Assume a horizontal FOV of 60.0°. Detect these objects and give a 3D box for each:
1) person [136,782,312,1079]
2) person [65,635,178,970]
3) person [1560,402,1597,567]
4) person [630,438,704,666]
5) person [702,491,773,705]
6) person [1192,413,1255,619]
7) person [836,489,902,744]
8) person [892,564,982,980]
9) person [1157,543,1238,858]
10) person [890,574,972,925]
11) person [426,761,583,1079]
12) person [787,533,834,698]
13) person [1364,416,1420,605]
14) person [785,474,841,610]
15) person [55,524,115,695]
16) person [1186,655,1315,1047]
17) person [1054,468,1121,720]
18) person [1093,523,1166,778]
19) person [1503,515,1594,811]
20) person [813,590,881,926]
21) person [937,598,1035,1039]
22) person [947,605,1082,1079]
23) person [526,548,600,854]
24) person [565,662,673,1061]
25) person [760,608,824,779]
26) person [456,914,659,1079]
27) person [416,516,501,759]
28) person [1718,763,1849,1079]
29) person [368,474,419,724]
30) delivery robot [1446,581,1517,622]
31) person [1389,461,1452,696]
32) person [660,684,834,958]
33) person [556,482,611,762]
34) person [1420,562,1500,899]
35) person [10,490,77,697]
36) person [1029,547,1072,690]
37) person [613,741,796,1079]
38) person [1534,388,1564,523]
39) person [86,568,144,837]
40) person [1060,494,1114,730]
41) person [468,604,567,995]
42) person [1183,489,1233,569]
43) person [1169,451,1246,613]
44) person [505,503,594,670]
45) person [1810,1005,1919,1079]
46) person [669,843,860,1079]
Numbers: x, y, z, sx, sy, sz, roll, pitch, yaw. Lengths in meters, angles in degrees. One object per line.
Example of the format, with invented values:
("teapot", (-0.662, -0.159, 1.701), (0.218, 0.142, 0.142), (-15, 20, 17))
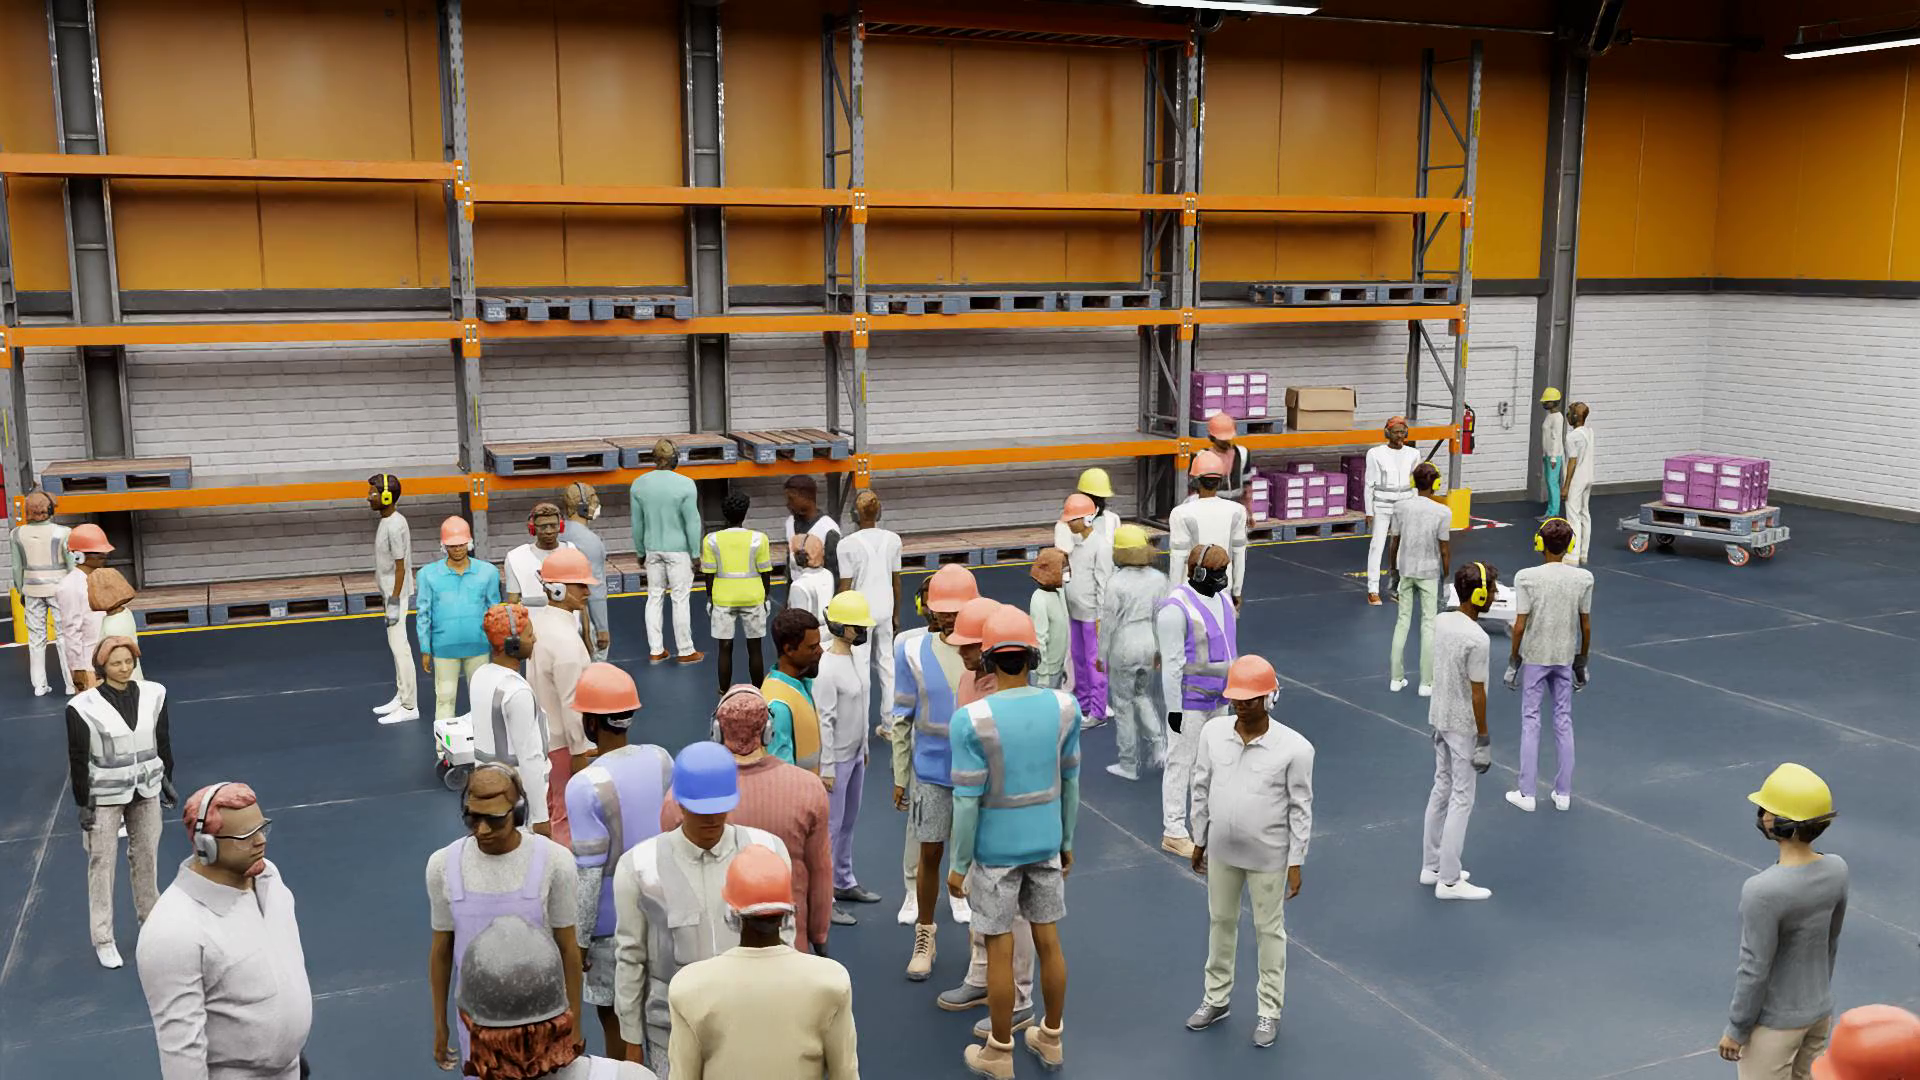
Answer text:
("person", (-2.214, 1.673, 5.164), (0.409, 1.907, 0.648), (1, 10, 4))
("person", (-4.139, 1.270, 8.247), (0.314, 1.641, 0.515), (7, 12, 34))
("person", (6.861, -0.617, 18.530), (0.507, 1.846, 0.351), (-8, 13, -40))
("person", (-2.475, 0.106, 14.094), (0.627, 1.941, 0.374), (3, 10, 19))
("person", (-1.690, 0.472, 12.687), (0.532, 1.697, 0.319), (0, 10, -1))
("person", (2.510, -0.227, 15.845), (0.671, 1.999, 0.596), (-3, 10, -15))
("person", (-0.650, 0.558, 11.761), (0.505, 1.846, 0.346), (-6, 11, -31))
("person", (-0.022, 1.118, 7.966), (0.615, 2.041, 0.388), (0, 10, 3))
("person", (1.405, 0.923, 9.705), (0.429, 1.837, 0.624), (9, 13, 42))
("person", (-0.102, 1.083, 8.667), (0.521, 1.870, 0.319), (0, 10, 0))
("person", (-1.537, 1.627, 5.645), (0.511, 1.836, 0.357), (0, 10, -1))
("person", (-0.991, 0.763, 11.166), (0.315, 1.641, 0.514), (4, 11, 21))
("person", (4.293, -0.288, 16.531), (0.574, 1.882, 0.356), (-2, 10, -11))
("person", (-1.062, 0.454, 12.196), (0.411, 1.907, 0.622), (-8, 13, -38))
("person", (-5.642, 0.757, 10.875), (0.341, 1.749, 0.572), (-1, 10, -5))
("person", (1.272, 1.363, 7.382), (0.563, 1.753, 0.327), (6, 12, 33))
("person", (0.964, 0.409, 12.426), (0.597, 1.916, 0.419), (-7, 12, -34))
("person", (1.133, 0.744, 11.063), (0.485, 1.723, 0.365), (-7, 12, -34))
("person", (3.682, 0.775, 10.439), (0.536, 1.869, 0.314), (0, 10, -1))
("person", (-0.594, 1.128, 8.730), (0.334, 1.760, 0.527), (3, 10, 18))
("person", (0.126, 1.230, 7.462), (0.400, 1.989, 0.623), (-5, 11, -29))
("person", (0.217, 1.283, 7.028), (0.608, 2.040, 0.394), (-5, 11, -26))
("person", (-2.046, 1.027, 8.641), (0.392, 1.991, 0.613), (-5, 11, -27))
("person", (-1.343, 1.428, 6.484), (0.375, 1.935, 0.551), (5, 11, 29))
("person", (-0.793, 1.247, 7.584), (0.371, 1.916, 0.597), (0, 10, -1))
("person", (-1.011, 1.833, 3.852), (0.683, 2.000, 0.538), (-7, 12, -36))
("person", (-3.353, 0.704, 11.182), (0.563, 1.752, 0.327), (-4, 11, -23))
("person", (2.837, 1.636, 5.773), (0.525, 1.772, 0.309), (-6, 12, -32))
("person", (-4.253, 0.430, 12.430), (0.328, 1.872, 0.510), (-4, 11, -23))
("delivery robot", (4.814, 0.546, 15.277), (0.707, 0.478, 0.477), (4, 11, 21))
("person", (3.648, 0.304, 13.194), (0.509, 1.862, 0.320), (8, 12, 38))
("person", (-0.797, 1.480, 6.276), (0.639, 1.908, 0.409), (-2, 10, -13))
("person", (-2.603, 0.558, 11.493), (0.372, 1.940, 0.631), (-8, 13, -39))
("person", (2.724, 1.031, 9.021), (0.346, 1.857, 0.523), (-2, 10, -12))
("person", (-7.167, 0.431, 13.087), (0.516, 1.641, 0.308), (0, 10, -3))
("person", (0.584, 0.850, 10.688), (0.279, 1.633, 0.500), (3, 10, 17))
("person", (-0.834, 1.595, 5.522), (0.607, 1.940, 0.417), (-3, 10, -18))
("person", (7.640, -1.093, 21.534), (0.346, 1.761, 0.529), (2, 10, 9))
("person", (-5.054, 0.970, 10.026), (0.278, 1.627, 0.501), (-4, 11, -22))
("person", (0.906, 0.517, 12.310), (0.355, 1.737, 0.577), (-5, 11, -28))
("person", (-2.084, 1.225, 7.812), (0.355, 1.882, 0.576), (-8, 13, -39))
("person", (2.162, 0.158, 14.492), (0.318, 1.697, 0.535), (-9, 13, -41))
("person", (1.808, 0.360, 12.334), (0.615, 2.043, 0.373), (-3, 10, -18))
("person", (-2.758, 0.656, 11.192), (0.572, 1.844, 0.376), (-6, 11, -30))
("person", (2.270, 1.956, 4.076), (0.635, 1.710, 0.544), (-7, 12, -35))
("person", (-0.589, 1.771, 5.036), (0.571, 1.749, 0.344), (-1, 10, -6))
